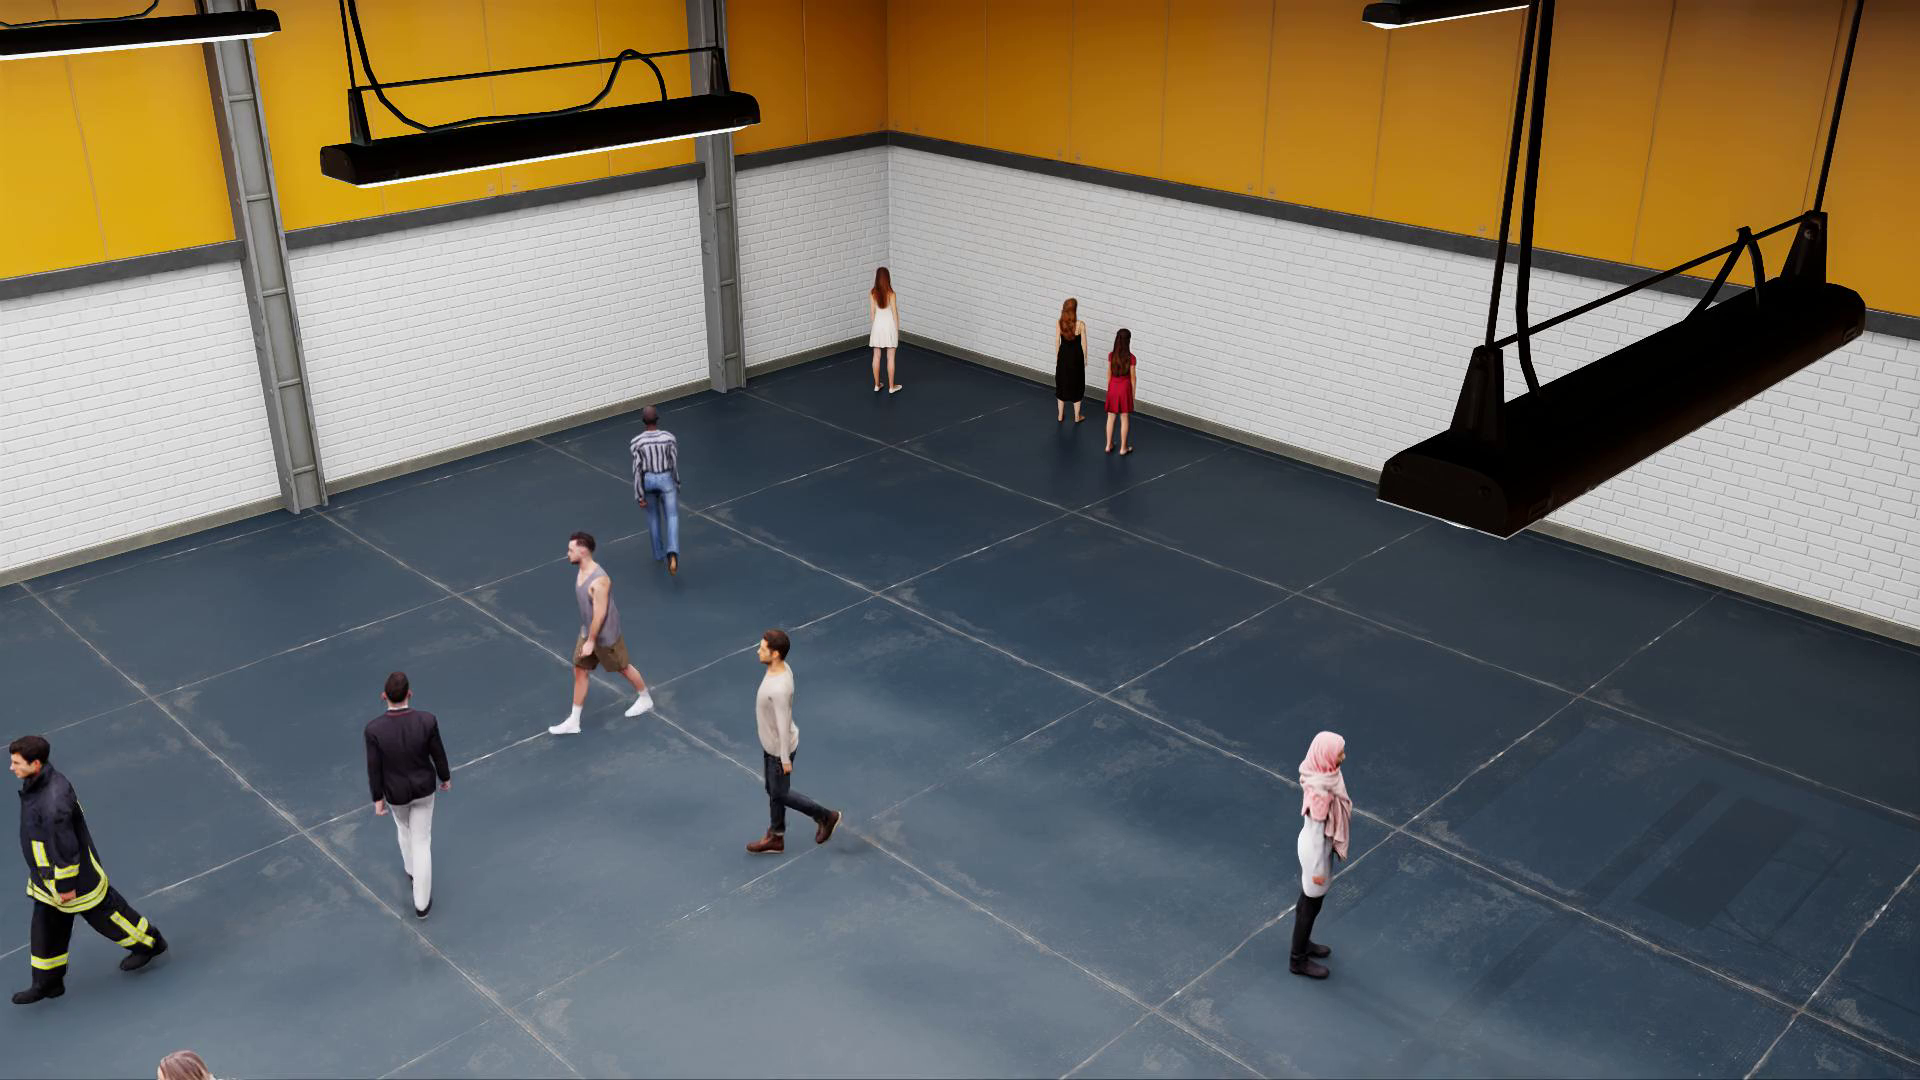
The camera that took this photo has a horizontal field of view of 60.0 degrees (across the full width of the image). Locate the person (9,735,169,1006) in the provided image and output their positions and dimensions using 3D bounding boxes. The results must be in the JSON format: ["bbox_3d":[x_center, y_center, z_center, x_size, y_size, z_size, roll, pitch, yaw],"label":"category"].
[{"bbox_3d":[-5.704,2.094,10.800,1.173,1.888,0.802,-20,31,-38],"label":"person"}]

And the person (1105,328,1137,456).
[{"bbox_3d":[1.935,-1.809,20.149,0.644,1.551,0.705,9,25,20],"label":"person"}]

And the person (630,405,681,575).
[{"bbox_3d":[-3.028,-0.476,16.825,1.072,1.770,1.028,-6,24,-13],"label":"person"}]

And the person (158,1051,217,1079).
[{"bbox_3d":[-3.723,3.241,8.436,0.825,1.680,0.773,-8,25,-17],"label":"person"}]

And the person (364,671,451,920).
[{"bbox_3d":[-3.817,1.810,11.543,1.021,1.813,1.005,-6,24,-14],"label":"person"}]

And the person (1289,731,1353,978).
[{"bbox_3d":[2.350,2.062,10.977,0.785,1.804,0.698,4,24,10],"label":"person"}]

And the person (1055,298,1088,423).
[{"bbox_3d":[1.402,-2.297,21.171,0.664,1.625,0.702,7,24,15],"label":"person"}]

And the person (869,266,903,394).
[{"bbox_3d":[-1.015,-2.824,22.270,0.631,1.711,0.644,9,25,20],"label":"person"}]

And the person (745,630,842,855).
[{"bbox_3d":[-1.248,1.501,12.201,1.079,1.853,0.960,-4,24,-9],"label":"person"}]

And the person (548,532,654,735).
[{"bbox_3d":[-2.965,0.789,14.103,1.228,1.787,0.734,-16,28,-32],"label":"person"}]
